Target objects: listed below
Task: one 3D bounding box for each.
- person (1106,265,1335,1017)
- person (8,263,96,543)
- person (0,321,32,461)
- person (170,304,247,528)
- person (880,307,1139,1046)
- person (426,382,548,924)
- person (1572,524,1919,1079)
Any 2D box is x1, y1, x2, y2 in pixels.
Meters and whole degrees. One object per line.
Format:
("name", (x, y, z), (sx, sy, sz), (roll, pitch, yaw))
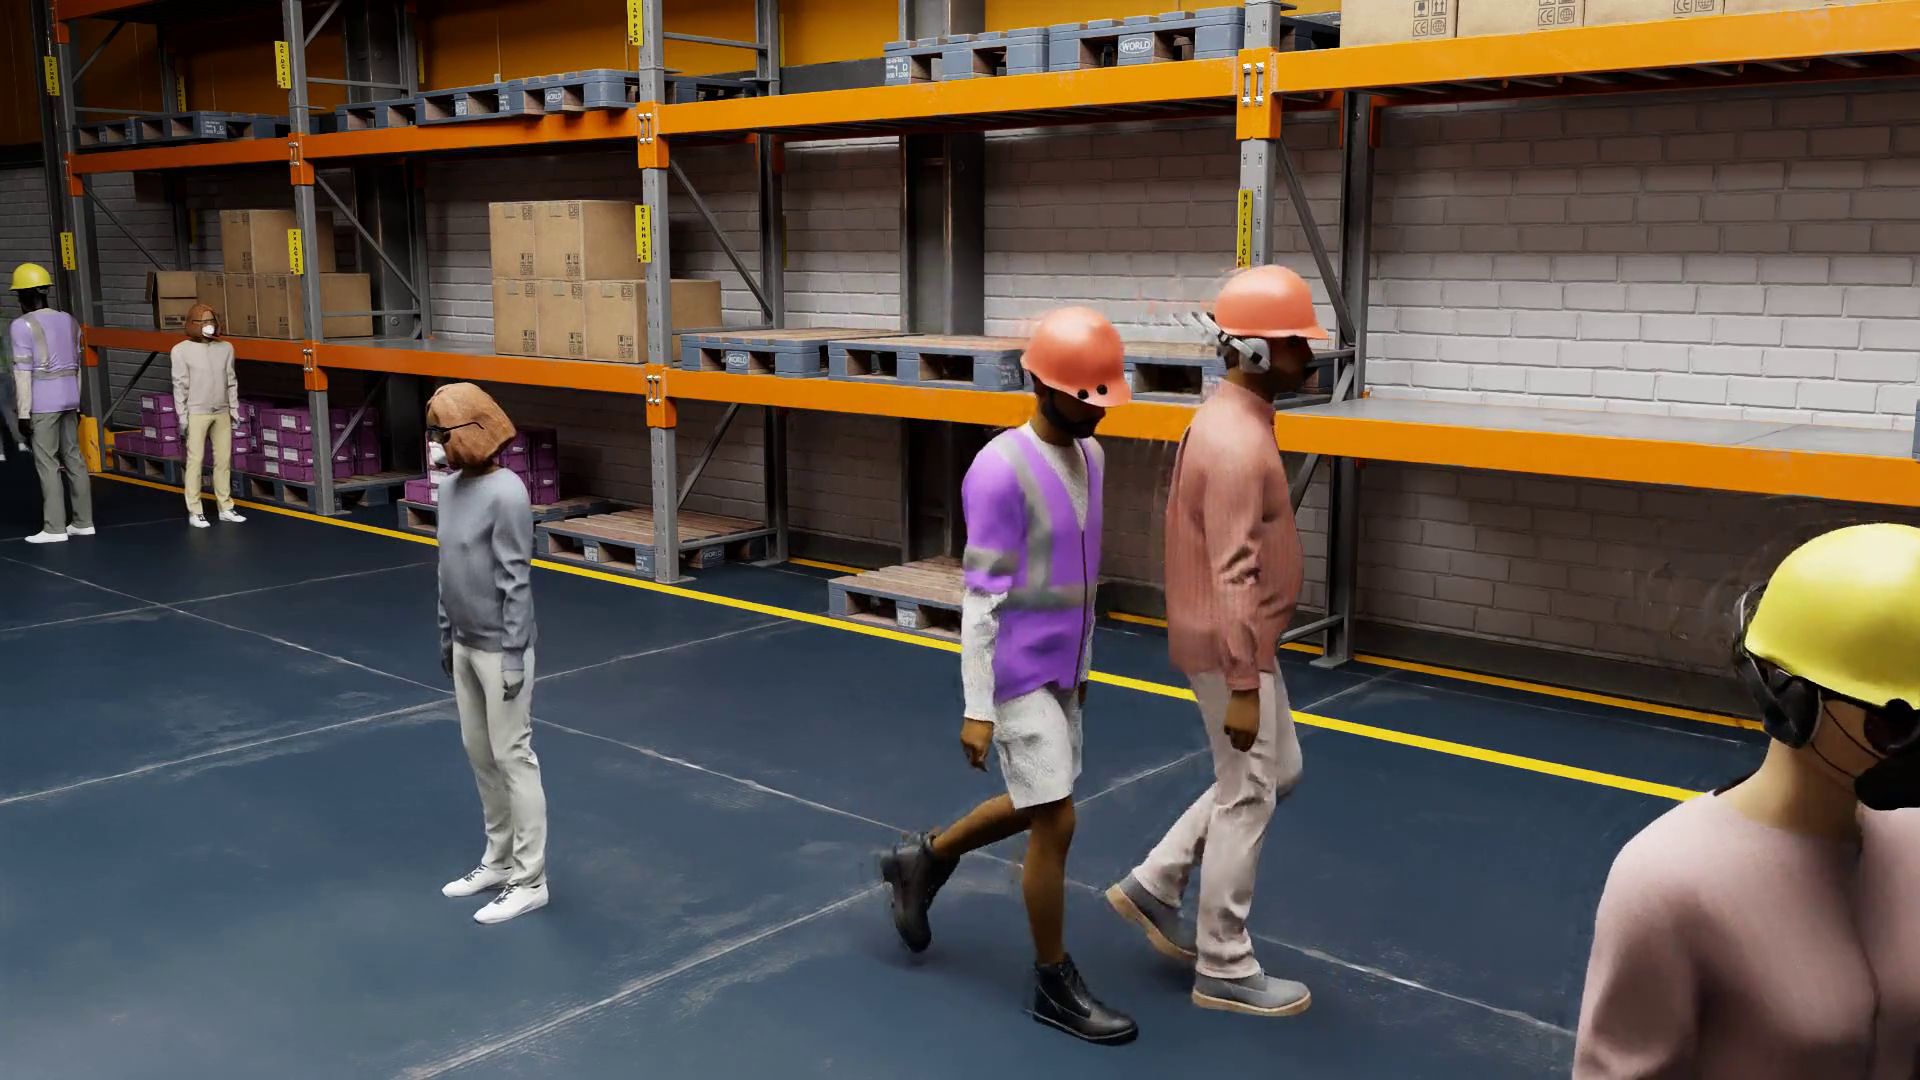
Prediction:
("person", (0.713, 0.279, 4.360), (0.475, 1.977, 0.644), (1, 10, 7))
("person", (-6.296, -0.938, 11.476), (0.397, 1.918, 0.588), (2, 10, 11))
("person", (-9.198, -1.540, 15.765), (0.404, 1.616, 0.552), (5, 11, 27))
("person", (-5.483, -0.905, 12.124), (0.282, 1.626, 0.491), (6, 12, 31))
("person", (0.115, 0.327, 4.372), (0.805, 1.885, 0.606), (7, 12, 33))
("person", (-1.458, 0.333, 5.074), (0.298, 1.623, 0.503), (-9, 13, -42))
("person", (0.952, 0.845, 1.824), (0.551, 1.727, 0.749), (-6, 11, -30))
